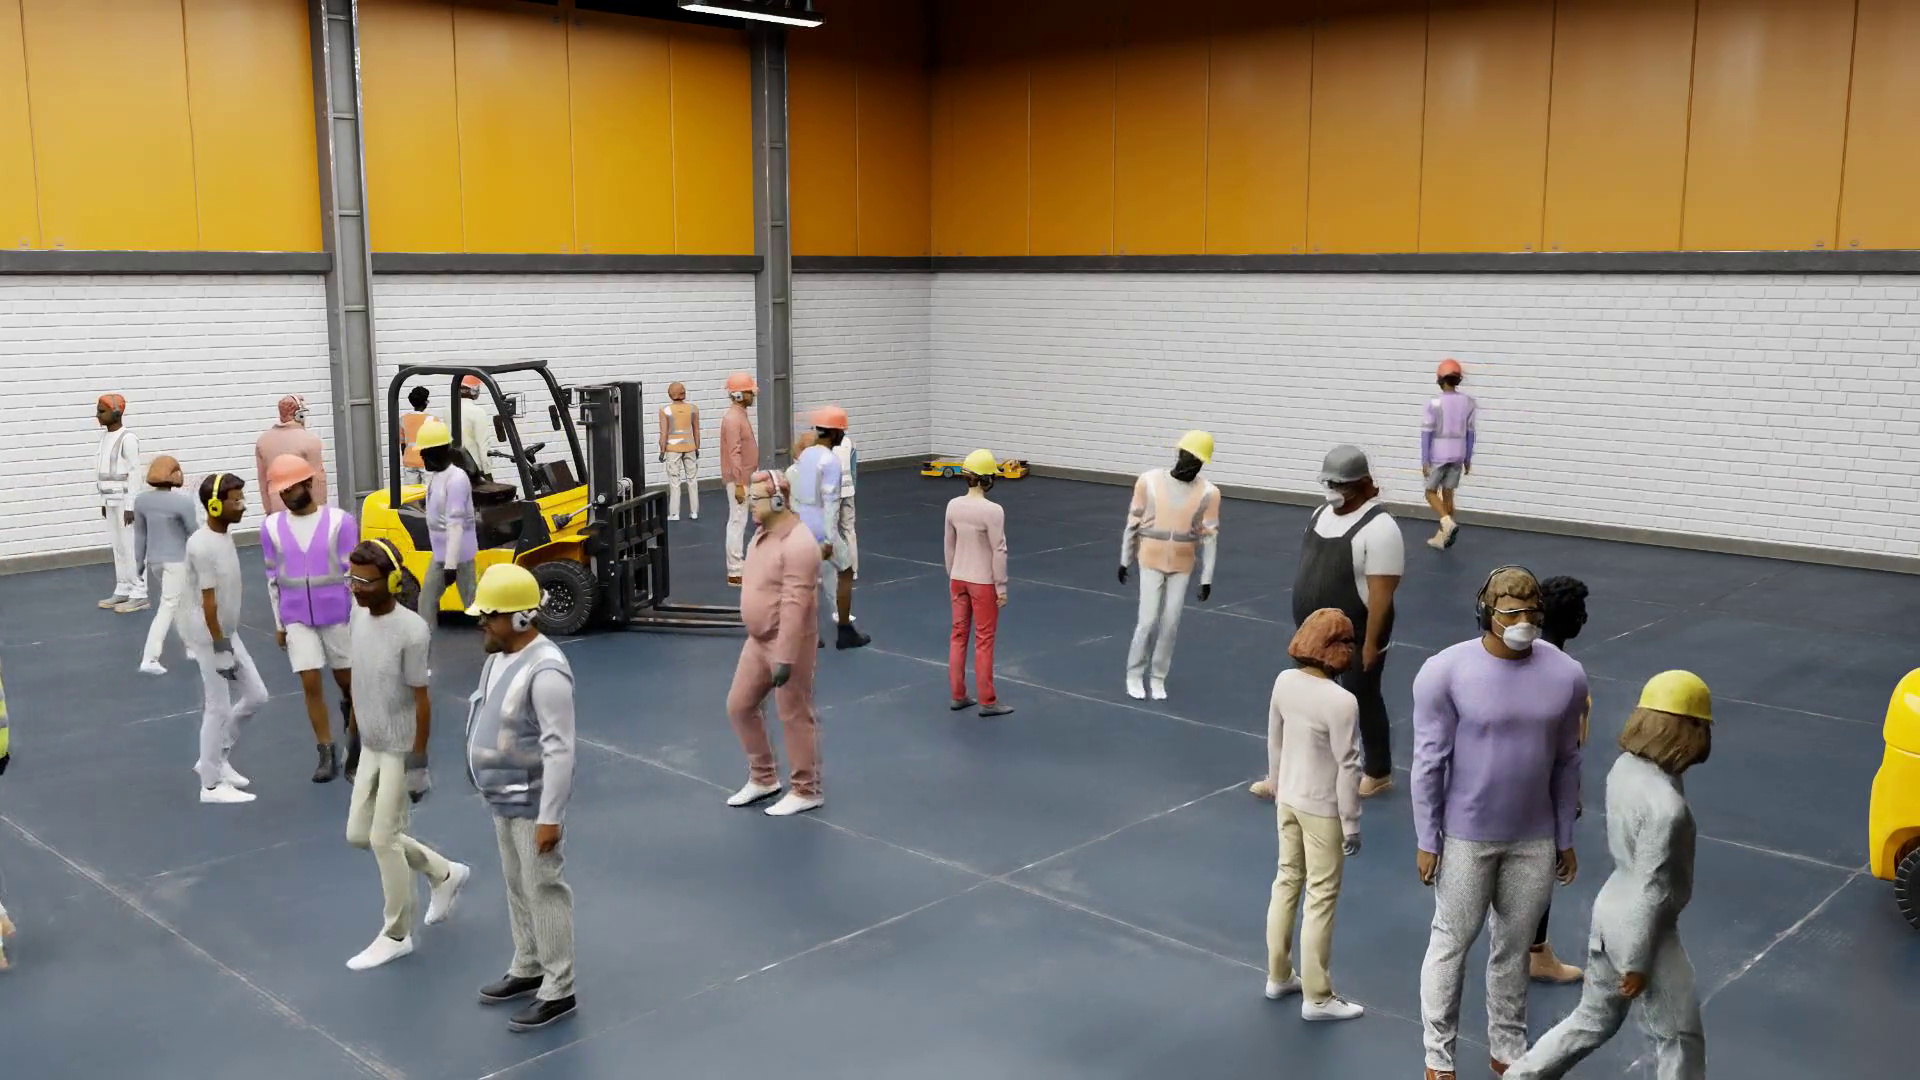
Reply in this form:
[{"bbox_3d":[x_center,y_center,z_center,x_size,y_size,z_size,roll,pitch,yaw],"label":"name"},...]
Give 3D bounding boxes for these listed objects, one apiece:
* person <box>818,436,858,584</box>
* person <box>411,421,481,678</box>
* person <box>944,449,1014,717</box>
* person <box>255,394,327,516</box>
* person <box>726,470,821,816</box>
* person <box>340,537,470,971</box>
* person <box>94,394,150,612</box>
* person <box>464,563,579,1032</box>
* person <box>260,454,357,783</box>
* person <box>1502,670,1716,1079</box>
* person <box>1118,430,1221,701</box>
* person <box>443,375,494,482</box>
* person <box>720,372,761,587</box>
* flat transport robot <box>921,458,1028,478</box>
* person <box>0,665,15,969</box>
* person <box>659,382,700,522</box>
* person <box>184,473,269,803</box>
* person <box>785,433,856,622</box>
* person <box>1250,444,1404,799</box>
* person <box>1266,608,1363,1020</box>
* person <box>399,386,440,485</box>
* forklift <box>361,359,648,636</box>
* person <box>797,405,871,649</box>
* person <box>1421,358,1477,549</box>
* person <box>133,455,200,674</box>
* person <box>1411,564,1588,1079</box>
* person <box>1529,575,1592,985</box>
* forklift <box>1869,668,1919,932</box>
[{"bbox_3d":[-1.169,-0.404,15.680,0.333,1.626,0.523,9,13,43],"label":"person"},{"bbox_3d":[-3.622,0.066,12.010,0.986,1.878,0.586,-6,11,-35],"label":"person"},{"bbox_3d":[0.118,0.280,11.031,0.328,1.769,0.525,-9,13,-43],"label":"person"},{"bbox_3d":[-5.559,-0.269,13.971,0.643,1.910,0.399,3,10,20],"label":"person"},{"bbox_3d":[-1.031,0.569,8.912,0.584,1.889,0.647,-6,11,-32],"label":"person"},{"bbox_3d":[-2.397,0.883,7.091,0.538,1.845,0.527,8,12,40],"label":"person"},{"bbox_3d":[-7.262,-0.321,14.367,0.575,1.882,0.355,8,12,40],"label":"person"},{"bbox_3d":[-1.711,0.989,6.497,0.404,1.827,0.600,-6,11,-35],"label":"person"},{"bbox_3d":[-3.791,0.417,9.819,0.557,1.901,0.806,-2,9,-11],"label":"person"},{"bbox_3d":[2.101,1.245,5.308,0.779,1.701,0.490,0,9,1],"label":"person"},{"bbox_3d":[1.428,0.177,11.354,0.674,1.870,0.454,0,9,0],"label":"person"},{"bbox_3d":[-4.775,-0.687,16.265,0.625,1.991,0.391,7,11,35],"label":"person"},{"bbox_3d":[-2.027,-0.566,15.529,0.402,1.994,0.664,0,9,-3],"label":"person"},{"bbox_3d":[0.213,-1.037,23.683,1.431,0.197,0.652,2,9,12],"label":"flat transport robot"},{"bbox_3d":[-4.246,0.919,6.953,0.474,1.822,0.665,-2,9,-12],"label":"person"},{"bbox_3d":[-3.276,-1.030,19.456,0.514,1.639,0.310,-6,11,-31],"label":"person"},{"bbox_3d":[-4.056,0.552,9.146,0.407,1.847,0.508,0,9,-2],"label":"person"},{"bbox_3d":[-1.277,-0.102,13.947,0.848,1.587,0.506,8,12,40],"label":"person"},{"bbox_3d":[2.081,0.446,9.179,0.759,2.000,0.695,-5,11,-29],"label":"person"},{"bbox_3d":[1.409,1.071,6.591,0.267,1.631,0.507,-4,10,-25],"label":"person"},{"bbox_3d":[-5.829,-0.817,18.008,0.529,1.690,0.321,3,10,19],"label":"person"},{"bbox_3d":[-3.850,-0.407,13.936,2.313,2.155,1.214,2,9,11],"label":"forklift"},{"bbox_3d":[-1.004,-0.089,12.875,0.769,1.906,0.570,-7,12,-38],"label":"person"},{"bbox_3d":[5.091,-0.873,17.318,0.613,2.026,0.657,-2,9,-11],"label":"person"},{"bbox_3d":[-5.836,0.167,12.255,0.513,1.593,0.839,3,10,15],"label":"person"},{"bbox_3d":[1.886,1.041,5.840,0.630,1.940,0.372,-1,9,-9],"label":"person"},{"bbox_3d":[2.437,0.984,6.938,0.317,1.693,0.540,-1,9,-8],"label":"person"},{"bbox_3d":[5.205,0.723,7.013,2.313,2.155,1.214,9,13,43],"label":"forklift"}]
